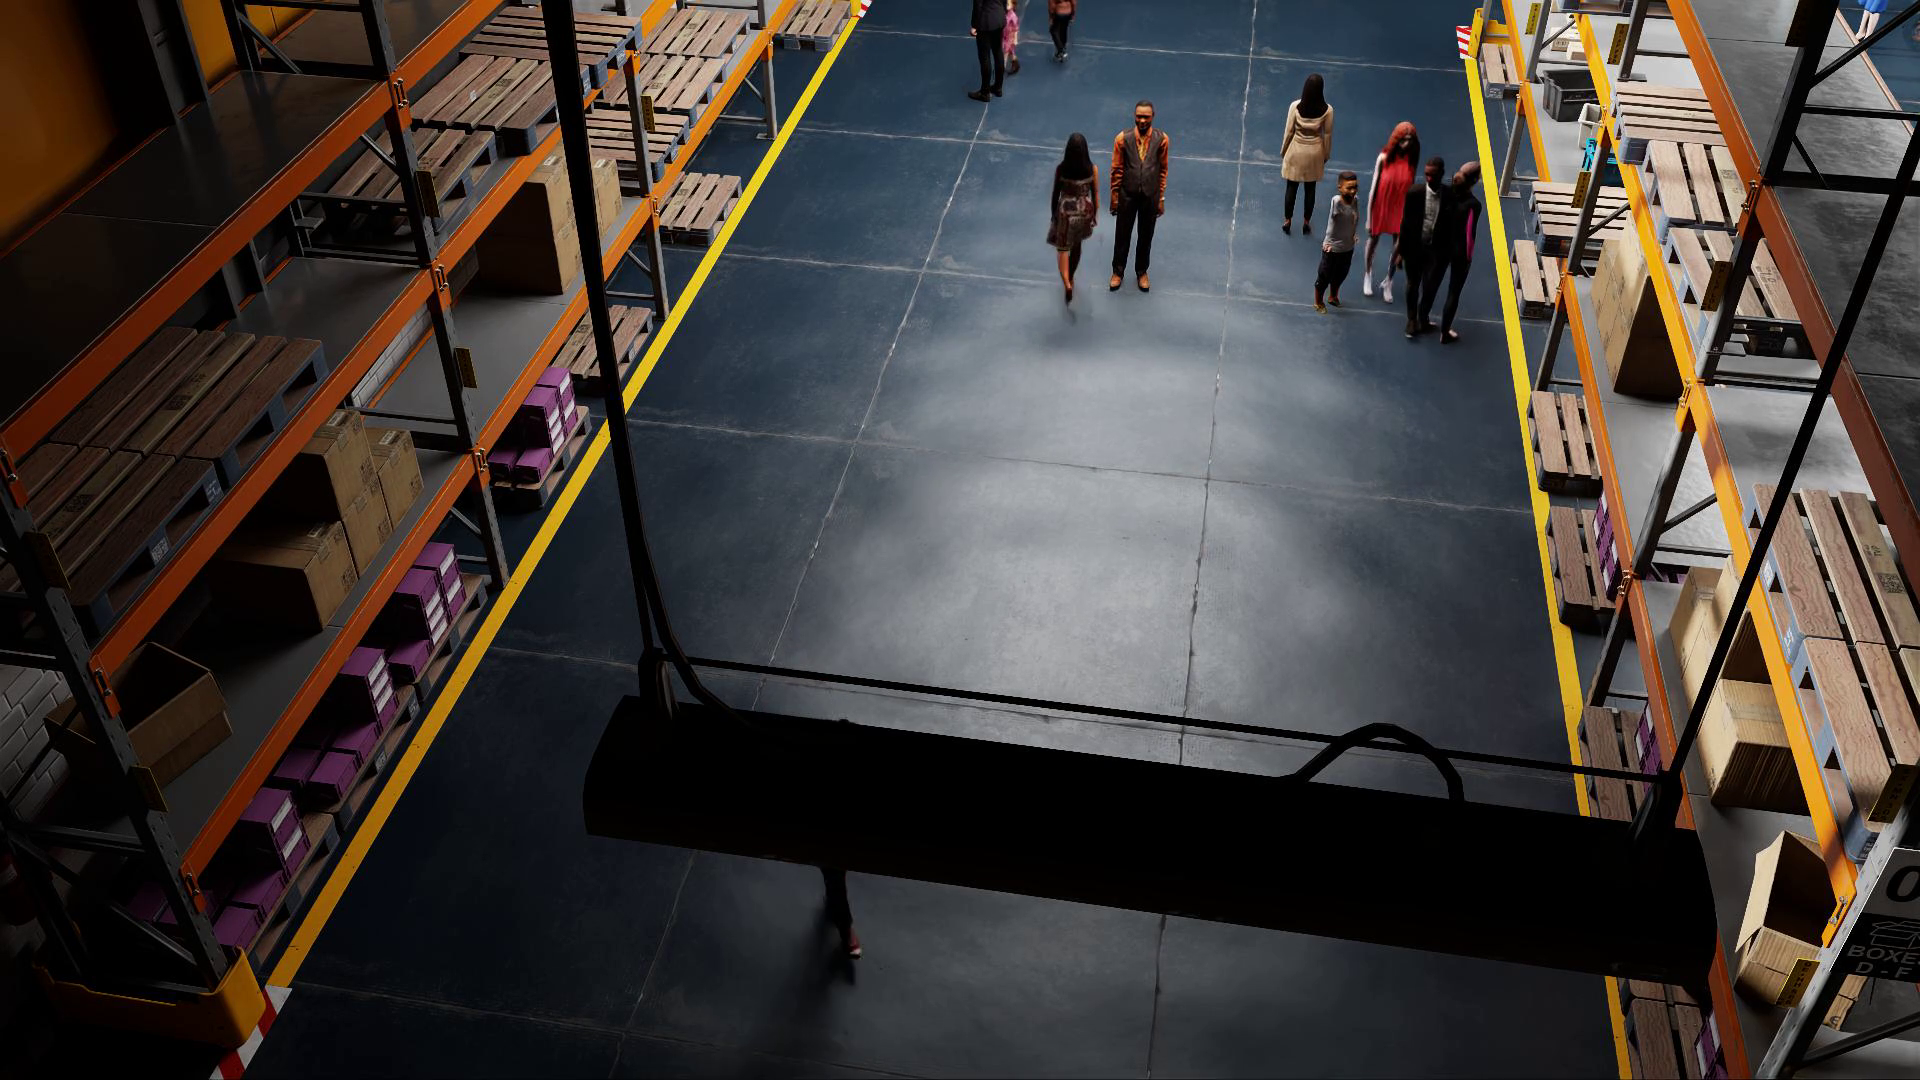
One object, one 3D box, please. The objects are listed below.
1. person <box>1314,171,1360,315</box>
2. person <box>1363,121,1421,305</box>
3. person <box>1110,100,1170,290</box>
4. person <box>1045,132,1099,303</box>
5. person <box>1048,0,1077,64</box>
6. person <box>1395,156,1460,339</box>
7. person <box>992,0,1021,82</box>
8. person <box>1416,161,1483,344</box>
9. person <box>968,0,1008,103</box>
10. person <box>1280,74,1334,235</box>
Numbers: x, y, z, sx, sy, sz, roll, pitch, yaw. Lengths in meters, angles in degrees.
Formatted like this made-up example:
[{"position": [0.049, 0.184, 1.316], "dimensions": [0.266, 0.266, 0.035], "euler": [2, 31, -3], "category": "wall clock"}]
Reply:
[{"position": [3.555, -2.830, 15.579], "dimensions": [0.646, 1.456, 0.688], "euler": [-20, 43, -23], "category": "person"}, {"position": [3.997, -3.126, 15.668], "dimensions": [0.672, 1.808, 0.719], "euler": [-1, 39, -1], "category": "person"}, {"position": [1.694, -3.276, 15.776], "dimensions": [0.726, 1.907, 0.647], "euler": [2, 39, 2], "category": "person"}, {"position": [1.076, -3.020, 15.680], "dimensions": [0.810, 1.626, 1.079], "euler": [-3, 39, -4], "category": "person"}, {"position": [1.252, -6.373, 20.184], "dimensions": [0.676, 1.245, 0.741], "euler": [-15, 41, -18], "category": "person"}, {"position": [4.203, -2.687, 15.138], "dimensions": [0.675, 1.783, 0.675], "euler": [6, 39, 8], "category": "person"}, {"position": [0.596, -6.070, 19.991], "dimensions": [0.760, 1.012, 0.679], "euler": [-28, 46, -30], "category": "person"}, {"position": [4.463, -2.614, 15.075], "dimensions": [0.684, 1.748, 0.641], "euler": [-30, 47, -32], "category": "person"}, {"position": [0.340, -6.025, 19.230], "dimensions": [0.749, 1.892, 0.851], "euler": [-32, 48, -33], "category": "person"}, {"position": [3.458, -3.863, 16.693], "dimensions": [0.642, 1.680, 0.505], "euler": [6, 39, 8], "category": "person"}]
